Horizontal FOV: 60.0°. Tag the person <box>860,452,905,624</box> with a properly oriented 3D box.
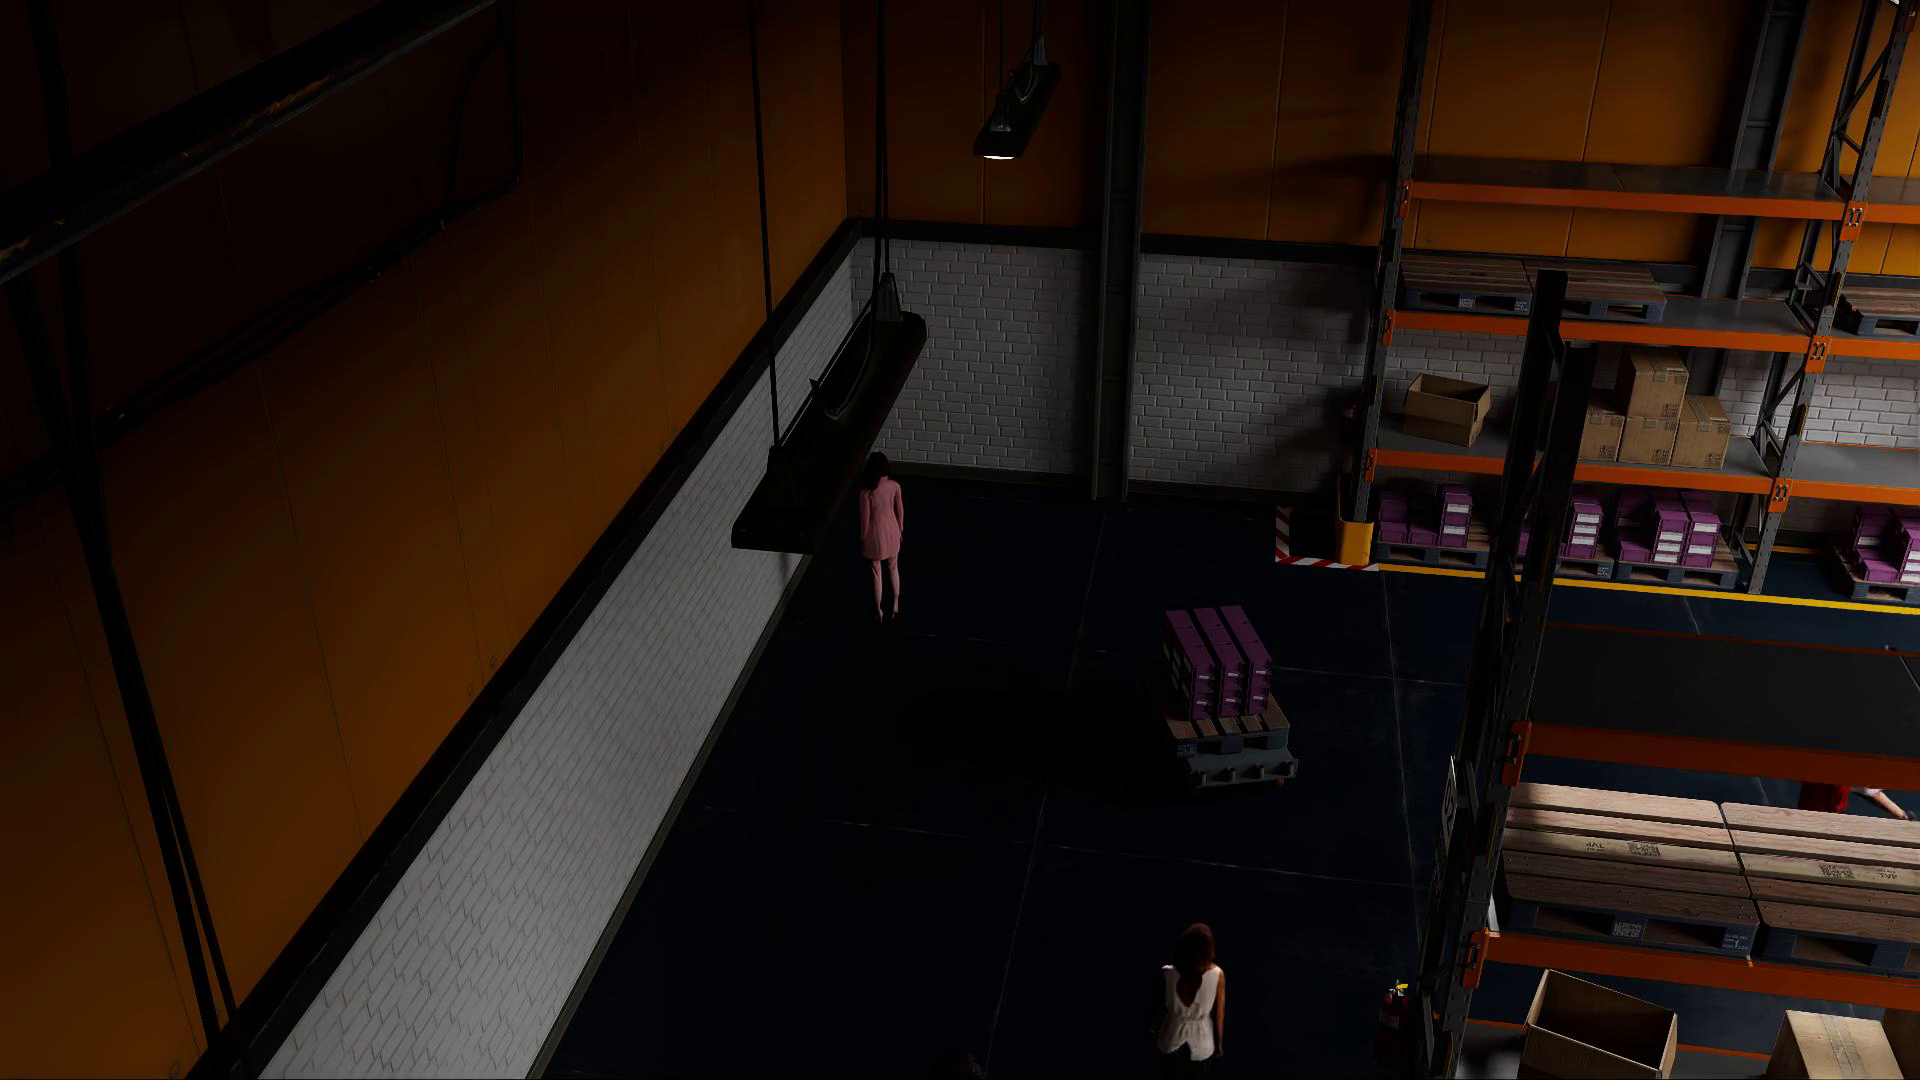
[{"bbox_3d":[-0.762,-0.024,16.166,0.646,1.803,0.747,-12,31,-21],"label":"person"}]

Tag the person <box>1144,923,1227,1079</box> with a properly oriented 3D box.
[{"bbox_3d":[1.409,3.191,10.319,0.845,1.759,0.746,2,29,3],"label":"person"}]

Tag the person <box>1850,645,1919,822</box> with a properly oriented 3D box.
[{"bbox_3d":[7.193,1.670,13.075,1.121,1.790,0.817,12,31,21],"label":"person"}]
